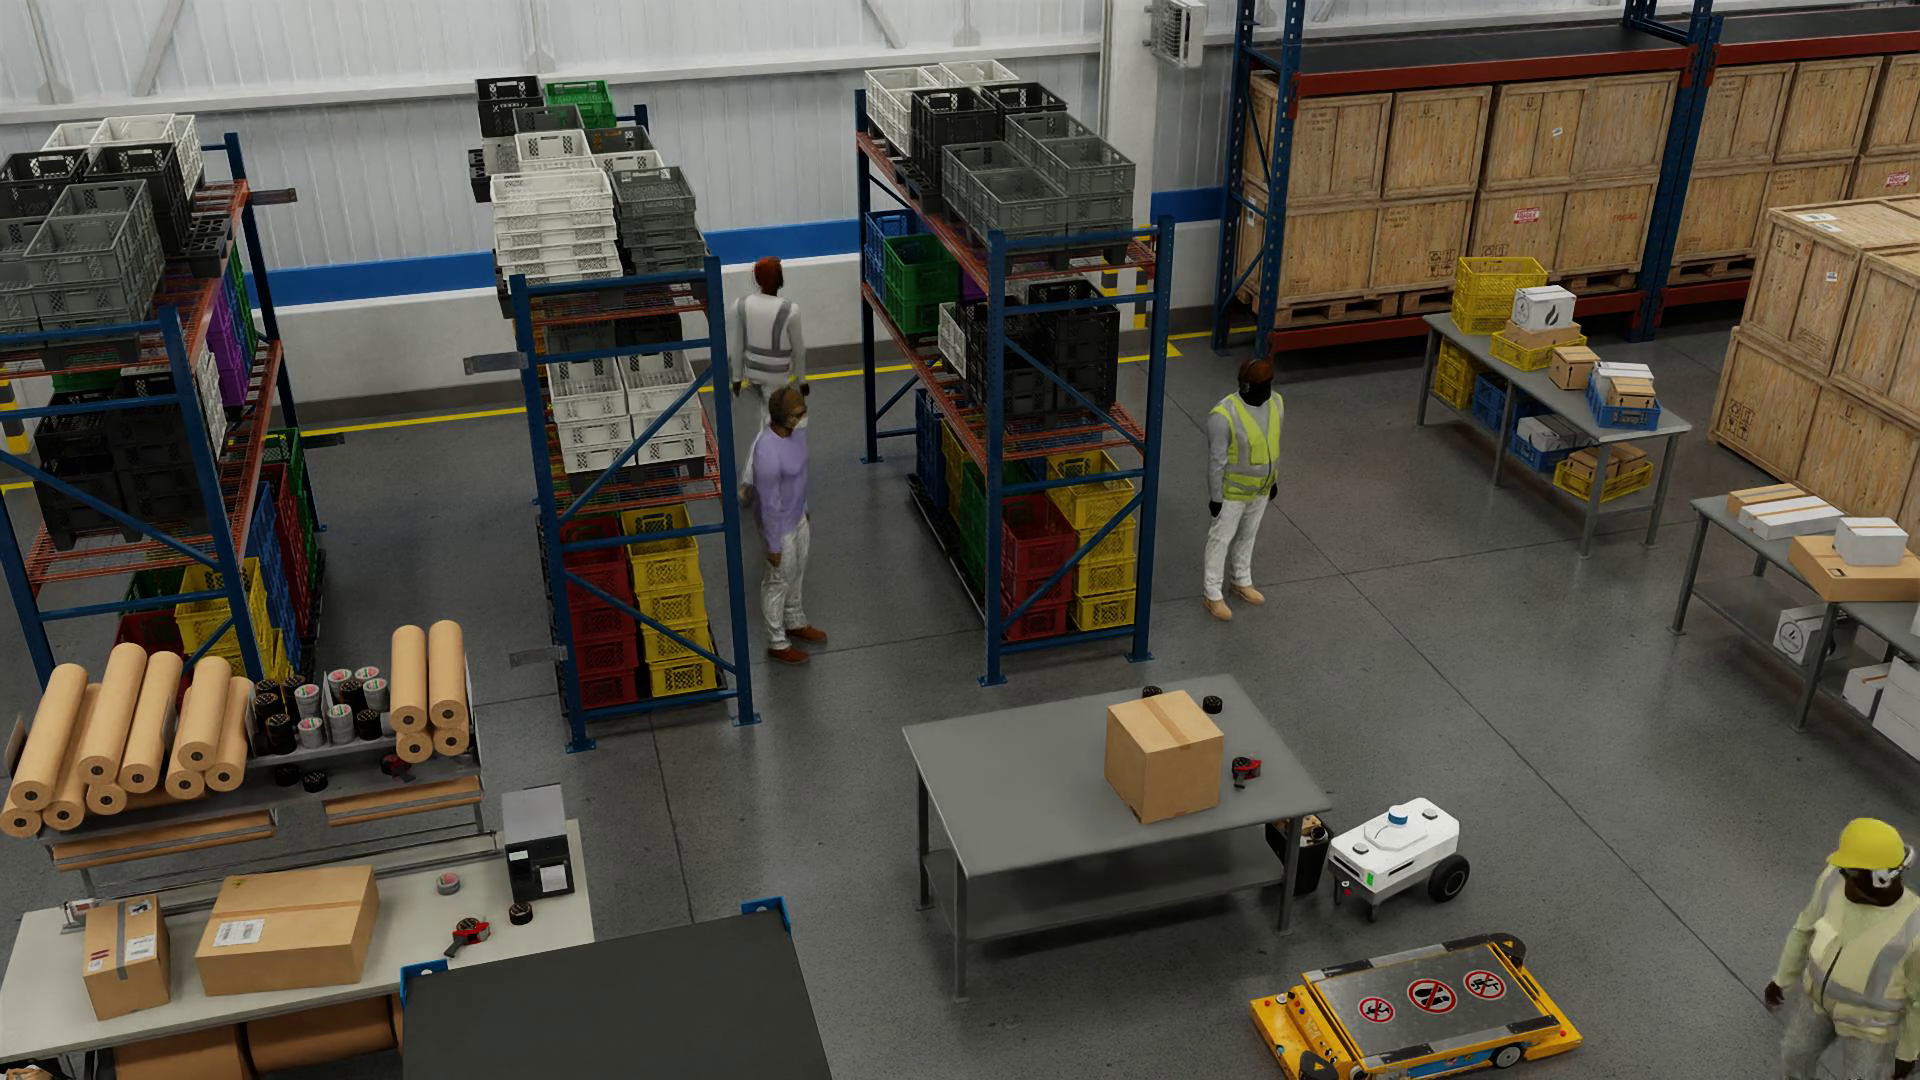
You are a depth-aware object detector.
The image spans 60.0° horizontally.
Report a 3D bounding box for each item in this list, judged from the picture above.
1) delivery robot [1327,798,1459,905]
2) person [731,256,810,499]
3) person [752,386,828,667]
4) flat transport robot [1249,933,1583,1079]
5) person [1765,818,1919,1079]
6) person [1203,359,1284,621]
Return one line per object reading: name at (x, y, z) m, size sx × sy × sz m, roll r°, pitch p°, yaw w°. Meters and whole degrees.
delivery robot at (2.289, 1.625, 8.790) m, size 0.707 × 0.478 × 0.477 m, roll -18°, pitch 33°, yaw -29°
person at (-1.520, -1.237, 12.772) m, size 0.582 × 1.847 × 0.929 m, roll 16°, pitch 32°, yaw 26°
person at (-1.104, -0.092, 10.605) m, size 0.417 × 1.931 × 0.640 m, roll 5°, pitch 29°, yaw 9°
flat transport robot at (2.184, 2.282, 7.980) m, size 1.431 × 0.197 × 0.652 m, roll -8°, pitch 30°, yaw -14°
person at (3.747, 1.964, 6.999) m, size 0.412 × 1.800 × 0.641 m, roll -10°, pitch 30°, yaw -18°
person at (1.912, -0.360, 11.168) m, size 0.623 × 1.844 × 0.430 m, roll -20°, pitch 34°, yaw -32°
